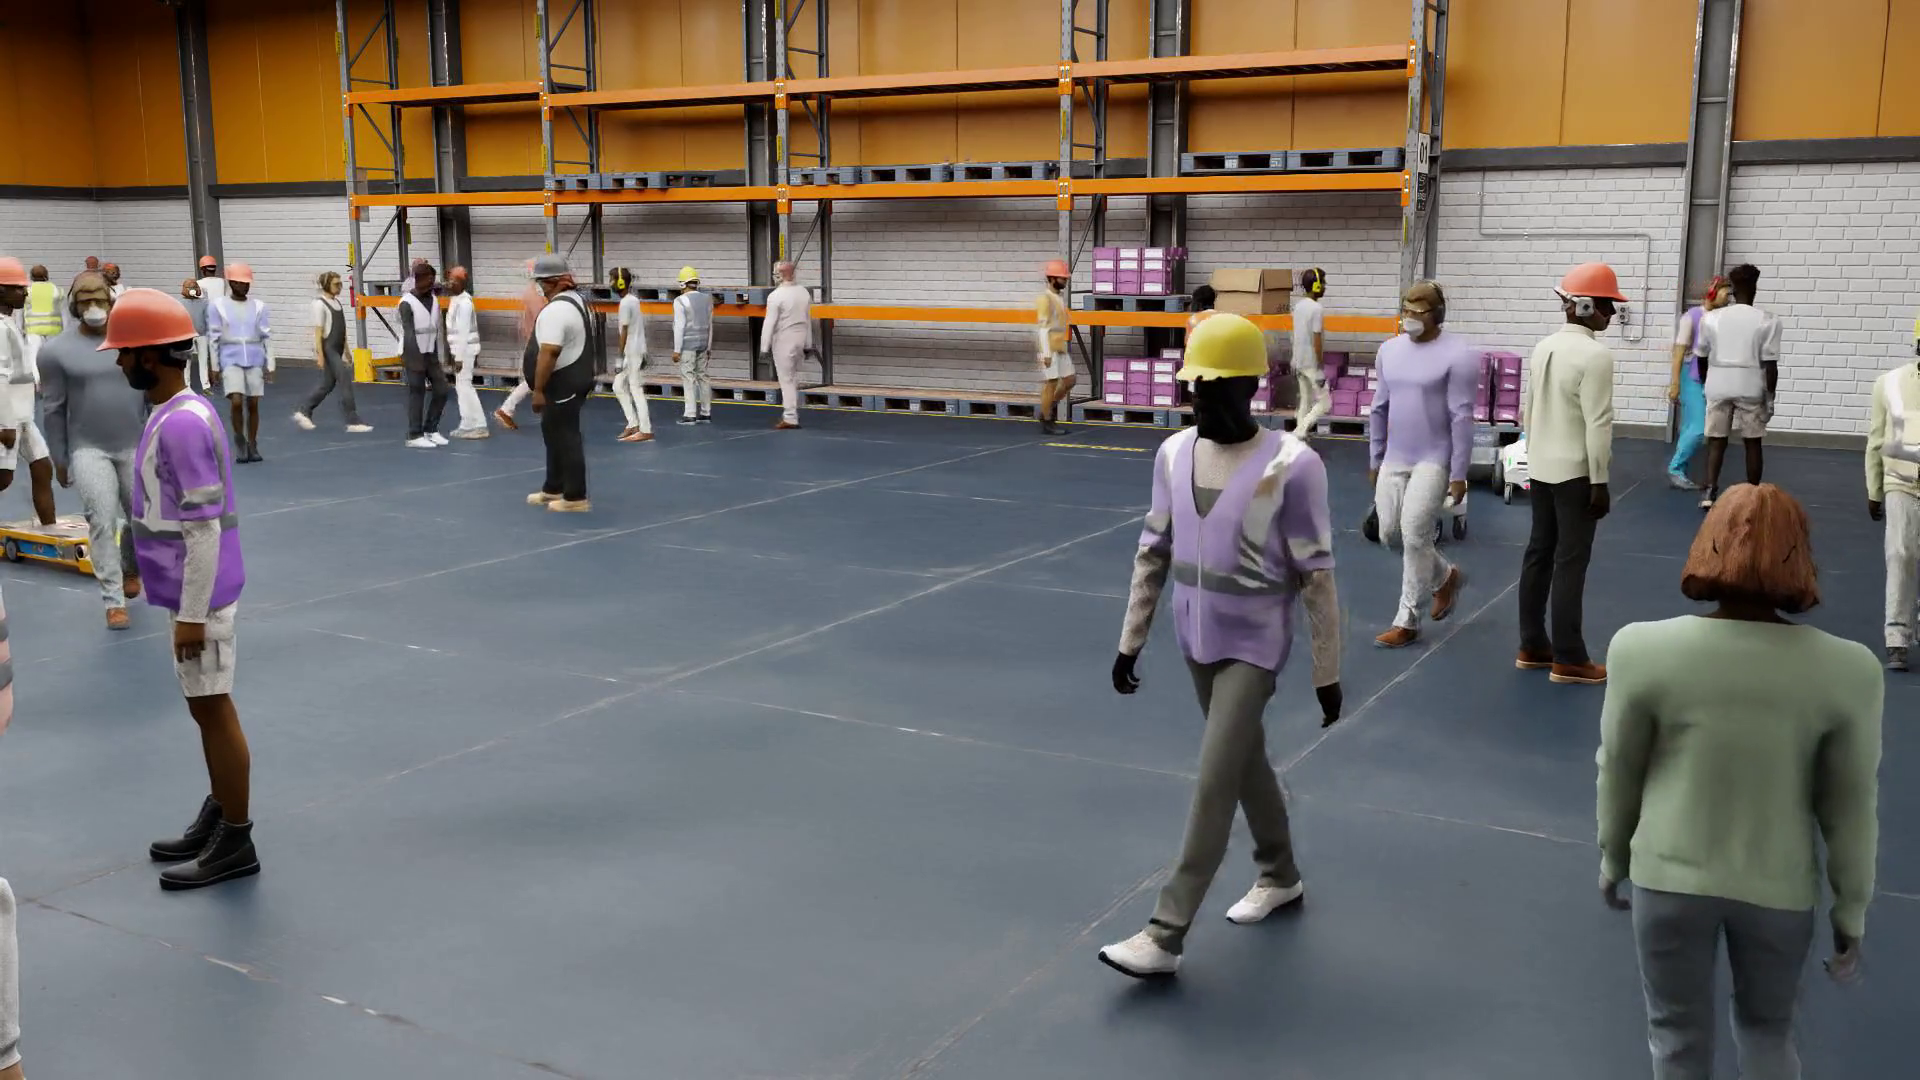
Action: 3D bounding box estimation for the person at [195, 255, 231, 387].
[{"bbox_3d":[-11.043,-3.234,24.608,0.366,1.935,0.543,9,14,42],"label":"person"}]

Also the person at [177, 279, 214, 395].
[{"bbox_3d":[-10.635,-2.810,23.094,0.497,1.625,0.287,-8,13,-39],"label":"person"}]

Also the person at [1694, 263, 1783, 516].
[{"bbox_3d":[5.891,-1.126,12.659,0.621,1.936,0.658,7,12,34],"label":"person"}]

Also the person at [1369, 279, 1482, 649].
[{"bbox_3d":[2.439,-0.401,8.667,0.689,1.911,0.640,-7,12,-35],"label":"person"}]

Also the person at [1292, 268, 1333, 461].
[{"bbox_3d":[3.344,-1.654,15.863,0.411,1.860,0.544,-3,10,-17],"label":"person"}]

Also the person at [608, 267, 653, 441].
[{"bbox_3d":[-3.520,-1.947,17.584,0.548,1.842,0.546,-2,10,-9],"label":"person"}]

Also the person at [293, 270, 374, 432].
[{"bbox_3d":[-7.065,-2.100,18.565,0.914,1.813,0.526,0,10,1],"label":"person"}]

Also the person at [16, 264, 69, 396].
[{"bbox_3d":[-12.476,-2.833,22.653,0.635,1.830,0.657,-6,12,-29],"label":"person"}]

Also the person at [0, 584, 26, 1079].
[{"bbox_3d":[-2.479,0.467,3.935,0.429,1.838,0.621,-9,13,-40],"label":"person"}]

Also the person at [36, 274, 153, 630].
[{"bbox_3d":[-4.692,-0.502,9.161,0.632,1.923,0.708,-7,12,-33],"label":"person"}]

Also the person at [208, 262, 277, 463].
[{"bbox_3d":[-6.808,-1.676,15.844,0.563,1.913,0.609,-7,12,-36],"label":"person"}]

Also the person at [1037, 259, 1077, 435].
[{"bbox_3d":[1.056,-2.091,18.162,0.396,1.923,0.583,5,11,28],"label":"person"}]

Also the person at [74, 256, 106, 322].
[{"bbox_3d":[-14.914,-3.947,28.734,0.651,1.904,0.402,-7,12,-34],"label":"person"}]

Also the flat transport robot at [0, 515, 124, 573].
[{"bbox_3d":[-5.773,0.006,10.966,1.431,0.197,0.652,6,12,32],"label":"flat transport robot"}]

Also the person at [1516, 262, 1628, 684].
[{"bbox_3d":[2.923,-0.321,7.953,0.391,1.991,0.613,-2,10,-11],"label":"person"}]

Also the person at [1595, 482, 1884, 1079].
[{"bbox_3d":[1.503,0.695,3.265,0.497,1.615,0.408,3,10,17],"label":"person"}]

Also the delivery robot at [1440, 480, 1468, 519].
[{"bbox_3d":[3.235,-0.302,11.627,0.707,0.478,0.477,-9,13,-41],"label":"delivery robot"}]

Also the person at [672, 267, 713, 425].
[{"bbox_3d":[-3.128,-2.257,19.366,0.403,1.830,0.600,7,12,35],"label":"person"}]

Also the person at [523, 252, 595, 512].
[{"bbox_3d":[-3.202,-1.221,12.910,0.703,2.000,0.708,1,10,3],"label":"person"}]

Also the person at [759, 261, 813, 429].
[{"bbox_3d":[-2.054,-2.203,18.868,0.608,1.890,0.681,7,12,33],"label":"person"}]

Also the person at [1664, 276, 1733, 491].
[{"bbox_3d":[6.253,-1.313,14.066,0.602,1.812,0.477,-8,13,-37],"label":"person"}]

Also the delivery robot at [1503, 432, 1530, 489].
[{"bbox_3d":[4.613,-0.636,13.536,0.477,0.478,0.707,3,10,16],"label":"delivery robot"}]

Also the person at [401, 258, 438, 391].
[{"bbox_3d":[-7.708,-3.092,23.898,0.640,1.905,0.410,8,13,37],"label":"person"}]

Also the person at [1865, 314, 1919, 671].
[{"bbox_3d":[4.860,-0.283,8.323,0.593,1.796,0.917,5,11,27],"label":"person"}]

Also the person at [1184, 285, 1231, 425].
[{"bbox_3d":[2.590,-1.784,17.158,0.592,1.671,0.362,3,11,19],"label":"person"}]

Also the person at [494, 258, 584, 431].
[{"bbox_3d":[-4.769,-2.191,18.639,0.926,1.969,0.631,-1,10,-4],"label":"person"}]

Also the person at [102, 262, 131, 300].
[{"bbox_3d":[-12.056,-3.018,23.638,0.600,1.858,0.874,-8,13,-37],"label":"person"}]

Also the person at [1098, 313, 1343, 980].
[{"bbox_3d":[0.745,0.292,4.802,0.986,1.872,0.633,-8,13,-37],"label":"person"}]

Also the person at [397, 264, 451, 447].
[{"bbox_3d":[-5.507,-1.878,17.056,0.494,1.888,0.621,3,10,17],"label":"person"}]

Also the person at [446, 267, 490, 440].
[{"bbox_3d":[-5.312,-2.003,17.890,0.385,1.854,0.676,-4,11,-19],"label":"person"}]

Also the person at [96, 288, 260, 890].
[{"bbox_3d":[-2.515,0.162,5.381,0.375,1.934,0.547,-5,11,-27],"label":"person"}]

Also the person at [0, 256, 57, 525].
[{"bbox_3d":[-6.251,-0.824,10.771,0.949,2.015,0.620,-4,11,-23],"label":"person"}]
